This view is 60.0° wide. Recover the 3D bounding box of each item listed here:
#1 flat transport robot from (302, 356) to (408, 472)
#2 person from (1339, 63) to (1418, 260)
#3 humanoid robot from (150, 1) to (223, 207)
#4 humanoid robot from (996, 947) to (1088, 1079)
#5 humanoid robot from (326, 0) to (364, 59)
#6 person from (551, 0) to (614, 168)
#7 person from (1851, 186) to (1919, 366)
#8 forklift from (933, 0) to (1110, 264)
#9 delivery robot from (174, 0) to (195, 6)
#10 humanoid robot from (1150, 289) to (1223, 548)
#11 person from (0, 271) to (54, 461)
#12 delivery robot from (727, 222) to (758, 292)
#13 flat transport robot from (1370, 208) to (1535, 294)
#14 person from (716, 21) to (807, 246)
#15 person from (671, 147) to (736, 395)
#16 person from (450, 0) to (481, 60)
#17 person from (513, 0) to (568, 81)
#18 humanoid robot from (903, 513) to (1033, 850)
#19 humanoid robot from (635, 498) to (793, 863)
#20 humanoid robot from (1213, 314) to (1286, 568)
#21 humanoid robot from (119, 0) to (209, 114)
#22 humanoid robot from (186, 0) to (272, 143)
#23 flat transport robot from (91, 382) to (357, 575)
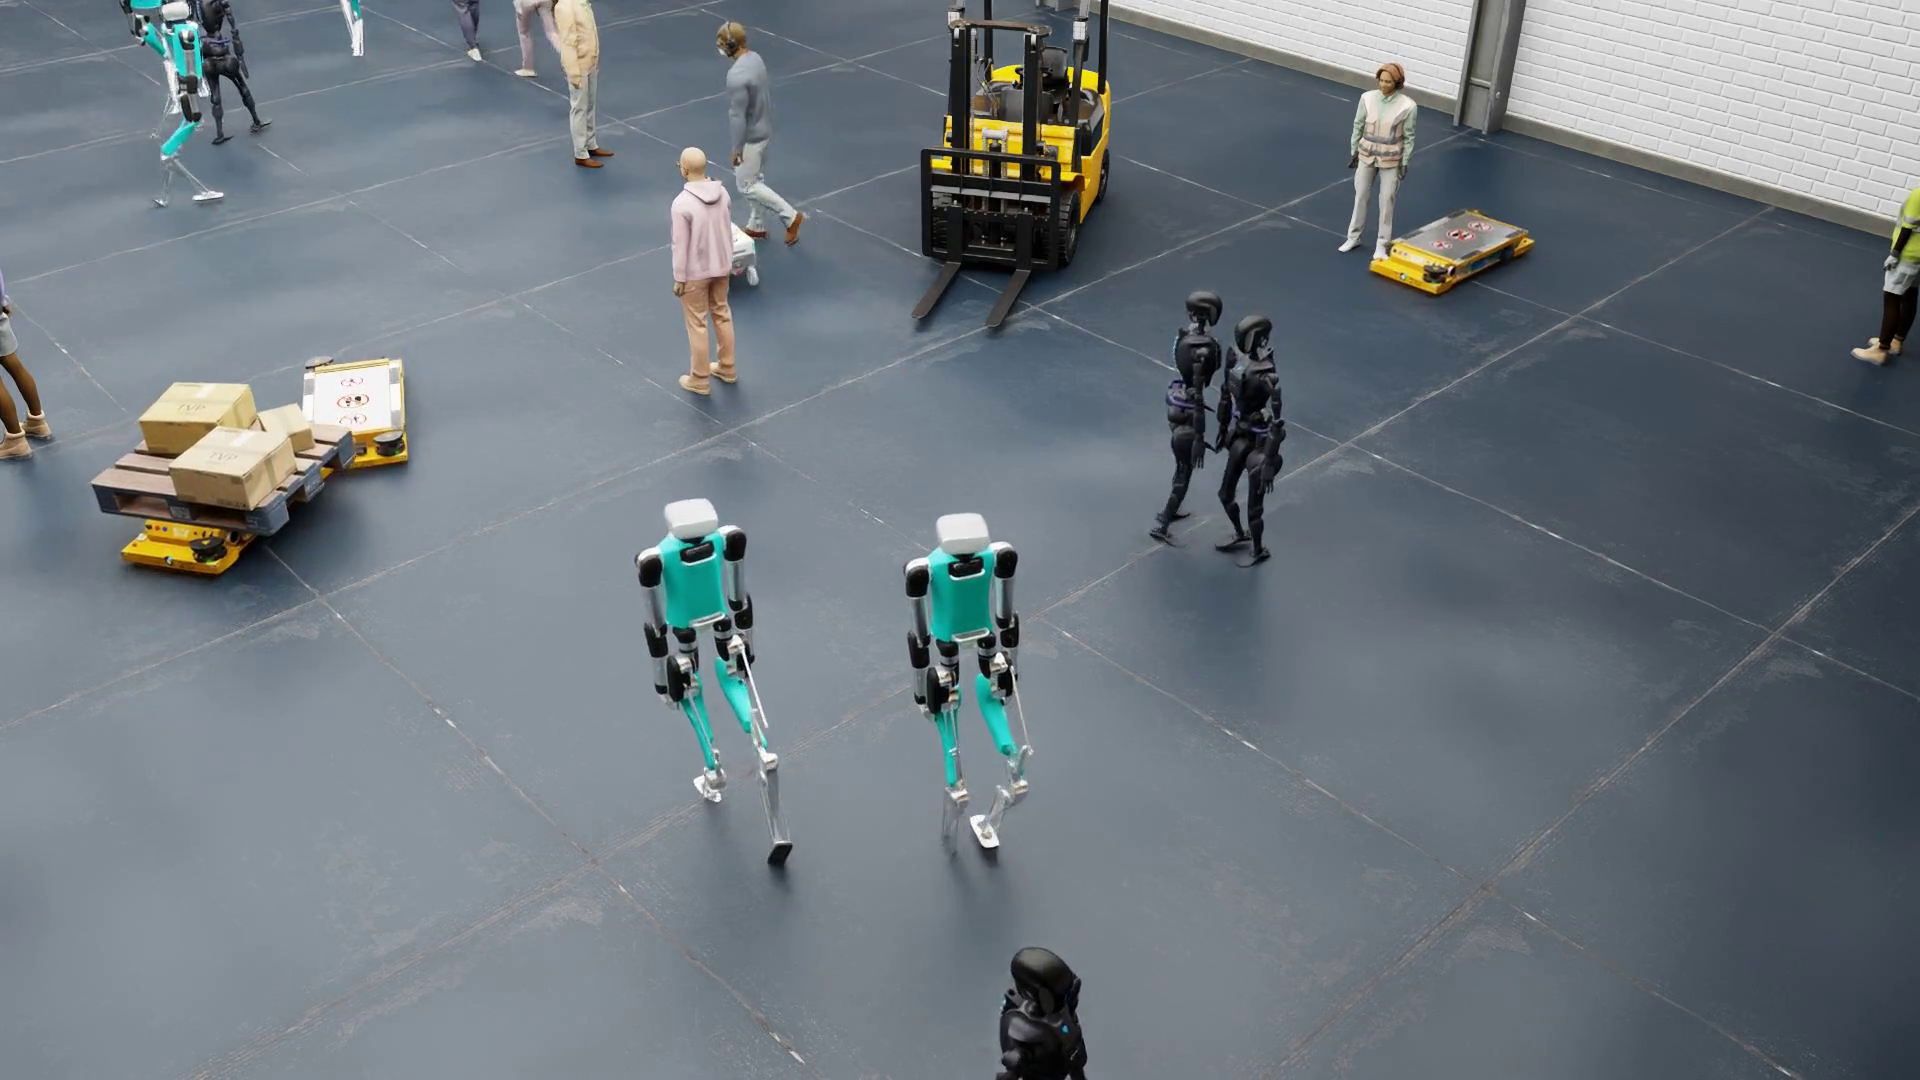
[{"bbox_3d":[-4.208,-0.907,11.566,0.659,0.231,1.431,-9,34,-14],"label":"flat transport robot"},{"bbox_3d":[3.460,-3.122,13.713,0.522,1.638,0.309,20,38,28],"label":"person"},{"bbox_3d":[-6.977,-3.737,14.643,0.843,1.868,0.553,-15,36,-22],"label":"humanoid robot"},{"bbox_3d":[0.329,2.024,5.786,0.676,1.639,0.588,16,36,23],"label":"humanoid robot"},{"bbox_3d":[-6.800,-6.190,18.350,0.535,1.739,1.005,-4,33,-7],"label":"humanoid robot"},{"bbox_3d":[-3.553,-4.443,15.531,0.391,1.874,0.566,5,33,8],"label":"person"},{"bbox_3d":[6.933,-2.098,12.097,0.533,1.690,0.319,-22,39,-29],"label":"person"},{"bbox_3d":[0.570,-3.725,14.138,1.214,2.155,2.313,9,34,13],"label":"forklift"},{"bbox_3d":[-9.566,-6.661,20.161,0.499,0.608,0.784,-10,34,-15],"label":"delivery robot"},{"bbox_3d":[1.385,-0.750,10.039,0.366,1.650,0.599,2,33,2],"label":"humanoid robot"},{"bbox_3d":[-6.438,-1.477,10.822,0.383,2.038,0.613,4,33,6],"label":"person"},{"bbox_3d":[-1.965,-2.392,13.603,0.499,0.613,0.811,-19,37,-26],"label":"delivery robot"},{"bbox_3d":[4.130,-2.424,13.898,1.431,0.231,0.659,-26,41,-34],"label":"flat transport robot"},{"bbox_3d":[-1.654,-3.336,13.806,0.614,1.909,0.686,4,33,6],"label":"person"},{"bbox_3d":[-1.784,-1.881,11.687,0.416,1.774,0.537,24,40,32],"label":"person"},{"bbox_3d":[-5.579,-6.361,18.523,0.842,1.817,0.936,-15,36,-22],"label":"person"},{"bbox_3d":[-4.505,-5.725,17.638,0.806,1.730,0.541,24,40,32],"label":"person"},{"bbox_3d":[0.088,0.809,7.662,0.536,1.864,0.731,-11,35,-16],"label":"humanoid robot"},{"bbox_3d":[-1.054,0.743,7.716,0.539,1.767,0.988,-19,38,-27],"label":"humanoid robot"},{"bbox_3d":[1.723,-0.575,9.778,0.369,1.642,0.591,-15,36,-22],"label":"humanoid robot"},{"bbox_3d":[-8.081,-5.240,16.931,0.535,1.812,0.945,-1,33,-1],"label":"humanoid robot"},{"bbox_3d":[-7.197,-4.749,16.200,0.609,1.636,0.689,10,34,15],"label":"humanoid robot"},{"bbox_3d":[-4.611,-0.272,10.591,0.659,0.231,1.431,7,34,11],"label":"flat transport robot"}]
